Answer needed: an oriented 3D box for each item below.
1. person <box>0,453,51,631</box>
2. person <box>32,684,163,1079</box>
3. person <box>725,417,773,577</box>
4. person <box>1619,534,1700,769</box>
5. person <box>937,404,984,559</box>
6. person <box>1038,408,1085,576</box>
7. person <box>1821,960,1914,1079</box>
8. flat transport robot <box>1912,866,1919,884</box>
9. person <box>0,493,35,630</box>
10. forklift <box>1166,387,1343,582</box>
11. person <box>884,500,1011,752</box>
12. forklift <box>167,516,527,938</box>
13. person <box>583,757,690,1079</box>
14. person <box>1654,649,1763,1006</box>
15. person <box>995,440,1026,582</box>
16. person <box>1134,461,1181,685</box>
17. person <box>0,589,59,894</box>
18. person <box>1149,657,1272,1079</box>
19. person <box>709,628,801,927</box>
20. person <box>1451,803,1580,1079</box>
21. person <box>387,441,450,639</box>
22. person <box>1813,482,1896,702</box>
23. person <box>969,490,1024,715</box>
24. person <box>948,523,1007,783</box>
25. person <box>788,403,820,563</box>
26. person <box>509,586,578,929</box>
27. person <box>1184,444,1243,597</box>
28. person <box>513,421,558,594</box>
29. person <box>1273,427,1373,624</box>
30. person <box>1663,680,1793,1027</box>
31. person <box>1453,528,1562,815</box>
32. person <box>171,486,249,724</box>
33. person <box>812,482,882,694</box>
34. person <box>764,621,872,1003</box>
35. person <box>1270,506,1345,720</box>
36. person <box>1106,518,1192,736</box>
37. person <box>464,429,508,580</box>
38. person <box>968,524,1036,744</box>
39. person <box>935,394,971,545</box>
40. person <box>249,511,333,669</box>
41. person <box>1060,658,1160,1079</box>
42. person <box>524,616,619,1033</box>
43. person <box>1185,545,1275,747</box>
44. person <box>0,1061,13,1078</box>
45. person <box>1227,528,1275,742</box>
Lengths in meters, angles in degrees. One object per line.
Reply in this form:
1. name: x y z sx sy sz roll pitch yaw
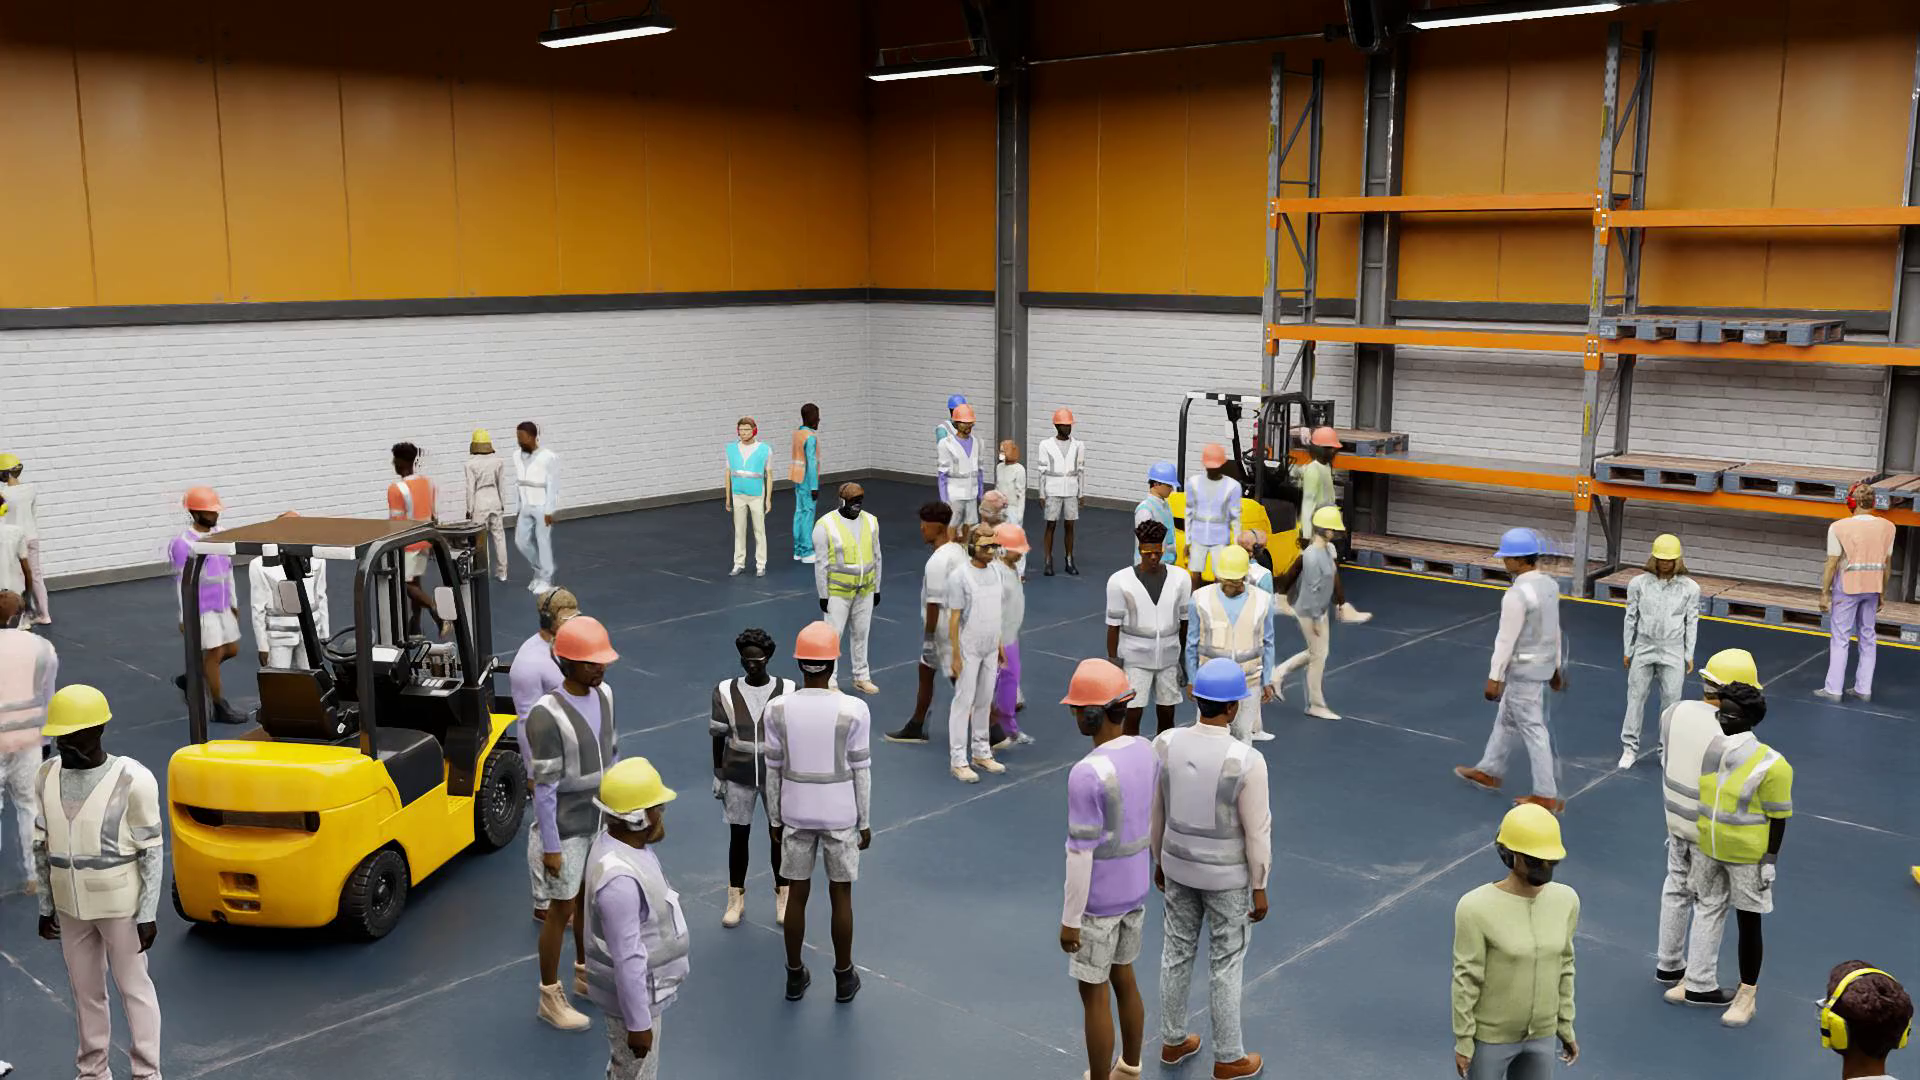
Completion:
1. person: -9.319 0.022 16.430 0.337 1.762 0.524 2 10 11
2. person: -3.728 1.558 7.193 0.587 1.928 0.363 2 10 9
3. person: -2.420 -0.494 19.113 0.565 1.846 0.390 2 10 9
4. person: 5.028 0.814 11.964 0.492 1.740 0.325 4 11 20
5. person: 0.037 -0.503 18.604 0.605 2.044 0.375 -7 12 -35
6. person: 1.175 -0.551 19.168 0.552 1.939 0.355 -2 10 -11
7. person: 2.407 2.059 4.549 0.512 1.861 0.325 -2 10 -11
8. flat transport robot: 6.270 1.999 9.399 1.431 0.197 0.652 3 10 17
9. person: -7.860 0.505 13.560 0.571 1.816 1.004 -7 12 -34
10. forklift: 3.298 -0.608 18.767 1.214 2.155 2.313 9 13 42
11. person: -0.068 0.648 12.443 1.007 1.915 0.613 2 10 14
12. forklift: -3.583 0.976 9.748 1.214 2.155 2.313 2 10 11
13. person: -1.248 1.736 6.455 0.404 1.833 0.592 -2 10 -13
14. person: 3.726 1.427 8.272 0.403 1.817 0.601 -3 10 -16
15. person: 0.565 -0.322 18.767 0.280 1.628 0.504 -7 12 -34
16. person: 1.700 0.279 14.441 0.395 1.941 0.601 4 11 22
17. person: -5.587 1.206 9.580 0.434 1.810 0.764 7 12 36
18. person: 1.136 1.487 7.539 0.615 1.945 0.405 8 13 40
19. person: -1.118 1.314 9.238 0.541 1.695 0.316 0 10 -3
20. person: 2.051 1.822 6.145 0.524 1.771 0.312 -3 10 -17
21. person: -5.171 0.026 15.884 0.720 1.945 0.609 4 11 22
22. person: 7.440 0.445 13.796 0.562 1.837 0.387 -1 10 -5
23. person: 0.242 0.517 13.260 0.585 1.881 0.752 -2 10 -12
24. person: 0.127 0.787 11.818 0.329 1.844 0.509 10 14 44
25. person: -1.854 -0.687 20.009 0.391 1.916 0.590 -4 11 -23
26. person: -2.237 1.198 9.257 0.382 1.930 0.636 3 10 18
27. person: 2.445 0.009 16.058 0.576 1.910 0.492 4 11 20
28. person: -4.640 -0.354 18.181 0.594 1.898 0.443 5 11 27
29. person: 3.633 -0.156 16.792 1.053 1.993 0.610 3 10 18
30. person: 3.761 1.512 8.109 0.322 1.696 0.536 -6 12 -30
31. person: 3.693 0.860 11.224 0.914 1.901 0.627 8 13 40
32. person: -6.004 0.512 13.183 0.633 1.920 0.550 3 10 15
33. person: -0.928 0.420 13.961 0.623 1.835 0.431 -7 12 -34
34. person: -0.702 1.361 8.334 0.540 1.930 0.384 2 10 10
35. person: 2.775 0.573 13.365 0.598 1.741 0.523 5 11 28
36. person: 1.296 0.813 11.380 0.611 1.954 0.393 -2 10 -10
37. person: -5.366 -0.384 18.780 0.319 1.742 0.492 9 14 43
38. person: 0.276 0.706 12.627 0.585 1.723 0.586 3 10 14
39. person: -0.053 -0.855 20.878 0.391 1.948 0.605 7 12 37
40. person: -4.836 0.724 12.067 0.359 1.884 0.573 9 13 41
41. person: 0.610 1.511 7.181 0.411 2.032 0.611 7 12 35
42. person: -1.822 1.358 8.052 0.420 2.033 0.610 4 11 23
43. person: 1.807 0.920 11.138 0.592 1.819 0.404 1 10 4
44. person: -4.709 1.540 7.418 0.676 1.893 0.610 -6 12 -31
45. person: 2.201 0.723 12.765 0.315 1.641 0.514 -6 12 -32
